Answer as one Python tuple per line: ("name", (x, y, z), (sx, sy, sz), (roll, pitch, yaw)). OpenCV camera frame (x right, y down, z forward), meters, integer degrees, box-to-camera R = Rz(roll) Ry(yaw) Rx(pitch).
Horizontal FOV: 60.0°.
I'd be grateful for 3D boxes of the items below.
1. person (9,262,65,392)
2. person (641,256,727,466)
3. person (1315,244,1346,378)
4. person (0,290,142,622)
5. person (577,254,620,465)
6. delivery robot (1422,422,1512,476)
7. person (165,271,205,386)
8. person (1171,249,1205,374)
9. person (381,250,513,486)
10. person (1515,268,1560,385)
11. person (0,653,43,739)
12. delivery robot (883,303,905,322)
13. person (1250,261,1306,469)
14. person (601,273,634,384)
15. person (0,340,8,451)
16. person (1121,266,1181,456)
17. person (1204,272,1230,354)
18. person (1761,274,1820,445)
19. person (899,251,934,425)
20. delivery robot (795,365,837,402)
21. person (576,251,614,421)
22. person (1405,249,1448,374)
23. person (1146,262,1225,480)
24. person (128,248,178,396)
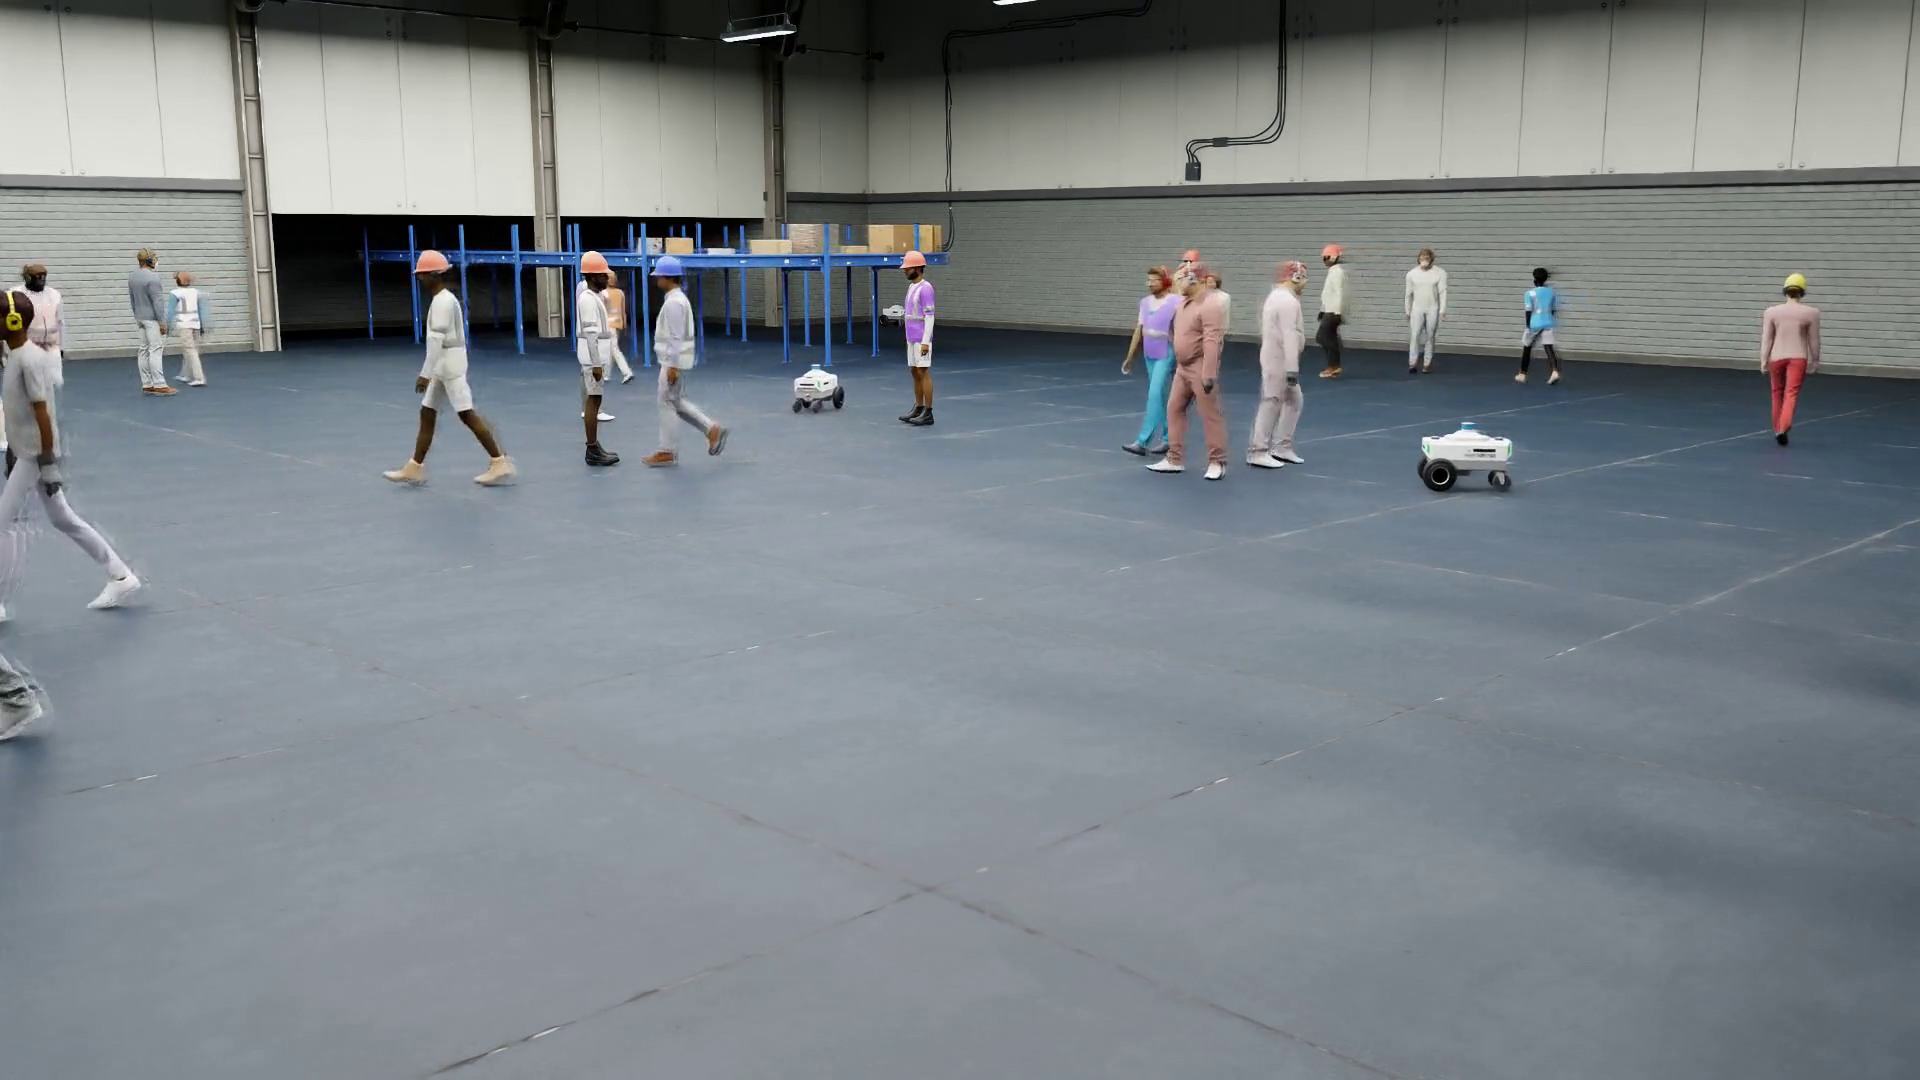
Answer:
("person", (-10.070, -2.103, 18.110), (0.570, 1.827, 0.622), (8, 13, 36))
("person", (-2.579, -1.649, 15.341), (0.704, 1.929, 0.612), (-1, 10, -8))
("person", (5.510, -3.402, 24.751), (0.449, 1.972, 0.621), (2, 11, 11))
("person", (-5.133, -0.478, 9.246), (0.979, 1.826, 0.538), (-6, 12, -31))
("person", (-3.376, -1.683, 15.485), (0.360, 1.939, 0.543), (-2, 11, -12))
("delivery robot", (4.268, -0.748, 14.011), (0.707, 0.478, 0.477), (2, 10, 9))
("person", (-10.996, -2.979, 23.477), (0.801, 1.604, 0.517), (4, 11, 18))
("person", (3.478, -3.503, 25.542), (0.555, 1.904, 0.961), (6, 12, 29))
("person", (-4.339, -1.440, 14.053), (1.068, 1.992, 0.627), (-4, 11, -19))
("person", (8.292, -3.055, 23.735), (0.525, 1.657, 0.893), (-2, 11, -9))
("person", (-4.192, 0.052, 6.686), (0.500, 1.699, 0.903), (8, 13, 38))
("delivery robot", (-1.472, -5.304, 38.866), (0.477, 0.478, 0.707), (-10, 14, -44))
("person", (2.965, -1.597, 15.198), (0.640, 1.863, 0.757), (1, 10, 3))
("person", (-4.964, -3.049, 23.840), (0.829, 1.606, 0.524), (7, 12, 32))
("person", (-9.626, -1.794, 16.274), (0.521, 1.873, 0.335), (-6, 12, -28))
("person", (1.824, -1.713, 16.003), (0.821, 1.811, 0.578), (-6, 12, -30))
("person", (3.450, -2.825, 22.605), (0.516, 1.621, 0.557), (6, 12, 31))
("person", (8.476, -1.857, 17.015), (0.529, 1.727, 0.902), (6, 12, 31))
("person", (-0.496, -2.270, 18.695), (0.373, 1.933, 0.552), (-4, 11, -22))
("delivery robot", (-1.753, -1.895, 20.277), (0.477, 0.478, 0.707), (2, 11, 13))
("person", (-4.209, -2.339, 19.086), (0.373, 1.928, 0.584), (-5, 11, -24))
("person", (7.112, -3.482, 25.427), (0.644, 1.882, 0.997), (3, 11, 18))
("person", (2.000, -1.473, 14.514), (0.684, 1.873, 0.741), (-4, 11, -19))
("person", (-10.748, -2.895, 22.094), (0.627, 1.941, 0.371), (7, 13, 34))
